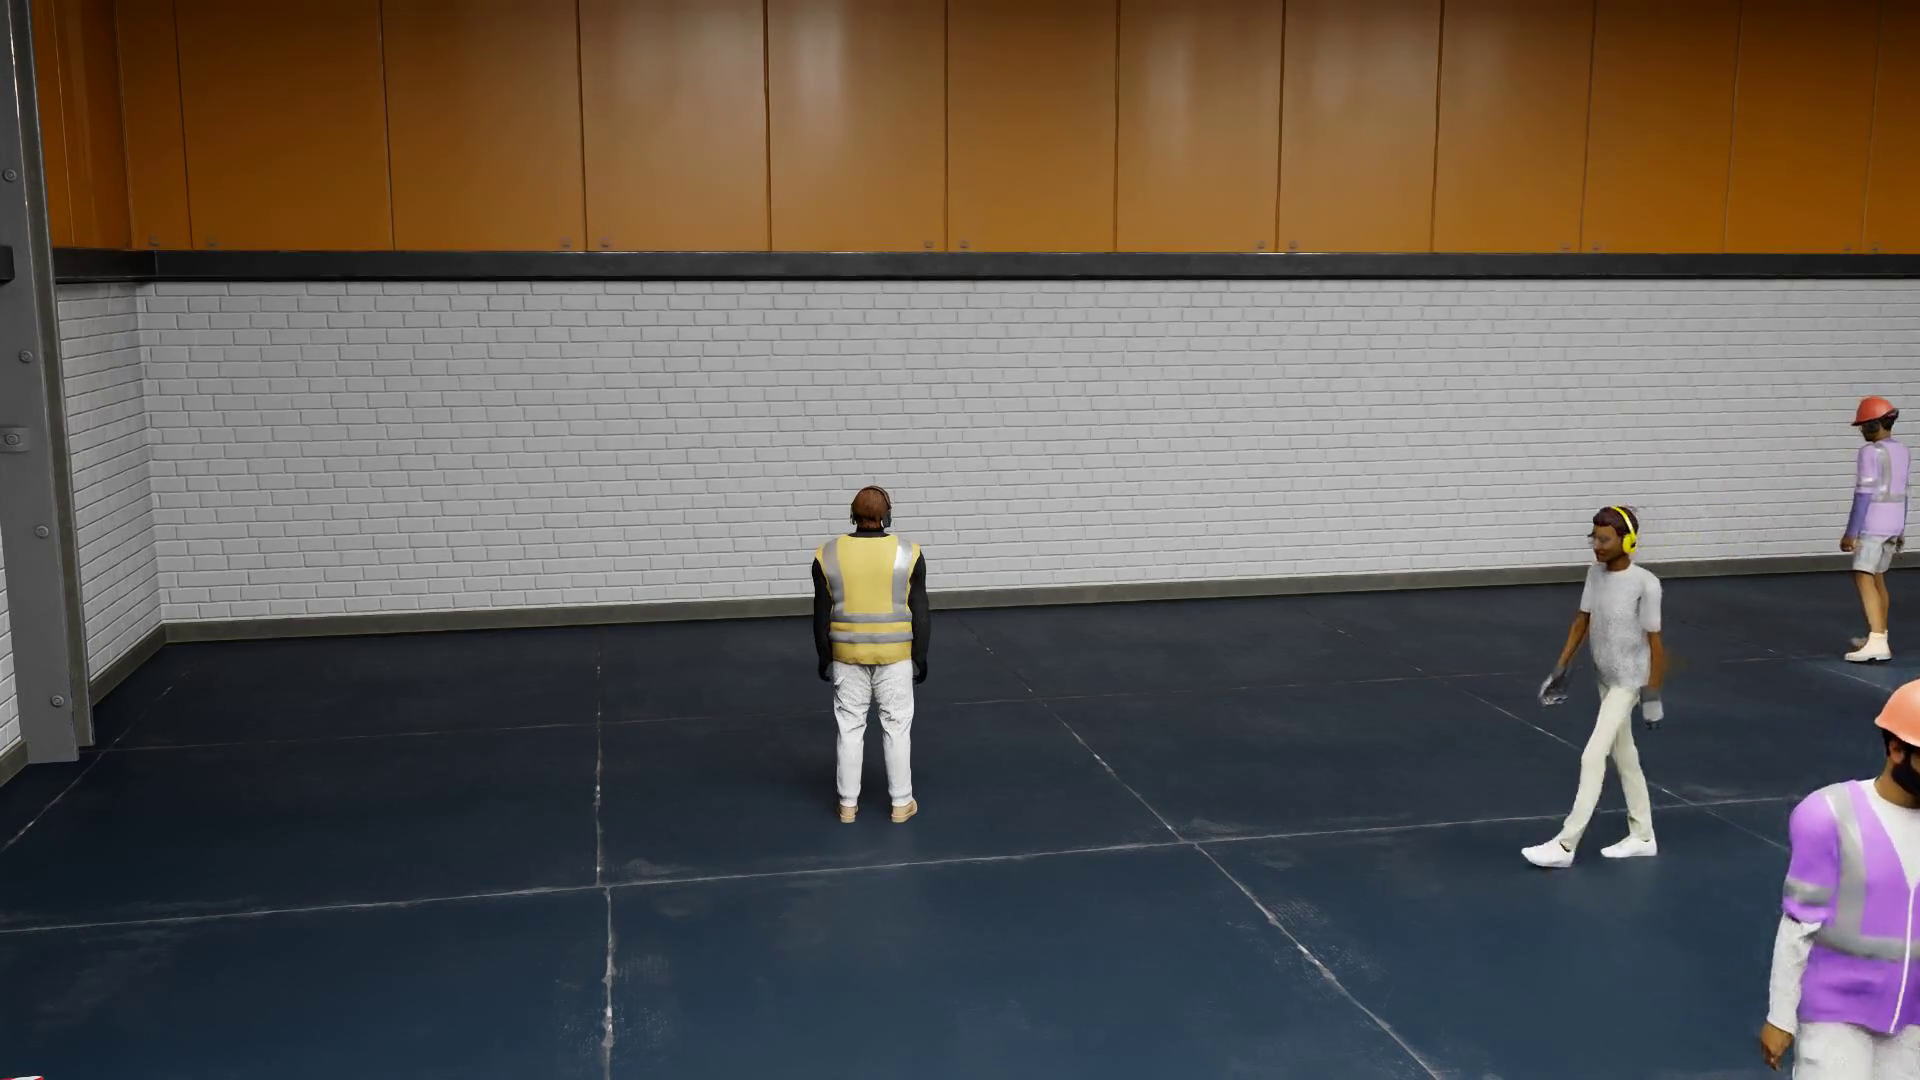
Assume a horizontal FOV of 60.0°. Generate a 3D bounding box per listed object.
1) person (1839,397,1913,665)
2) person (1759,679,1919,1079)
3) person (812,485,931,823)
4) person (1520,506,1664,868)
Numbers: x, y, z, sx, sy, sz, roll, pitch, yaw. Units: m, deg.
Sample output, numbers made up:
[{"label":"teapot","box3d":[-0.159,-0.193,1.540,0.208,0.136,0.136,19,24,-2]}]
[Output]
[{"label":"person","box3d":[7.024,-0.068,12.720,0.851,2.007,0.613,-7,12,-37]},{"label":"person","box3d":[2.527,1.299,4.644,0.579,1.913,0.502,-1,9,-7]},{"label":"person","box3d":[-0.471,0.621,8.998,0.633,1.843,0.429,0,9,2]},{"label":"person","box3d":[3.170,0.741,8.317,0.915,1.822,0.495,-2,9,-10]}]
